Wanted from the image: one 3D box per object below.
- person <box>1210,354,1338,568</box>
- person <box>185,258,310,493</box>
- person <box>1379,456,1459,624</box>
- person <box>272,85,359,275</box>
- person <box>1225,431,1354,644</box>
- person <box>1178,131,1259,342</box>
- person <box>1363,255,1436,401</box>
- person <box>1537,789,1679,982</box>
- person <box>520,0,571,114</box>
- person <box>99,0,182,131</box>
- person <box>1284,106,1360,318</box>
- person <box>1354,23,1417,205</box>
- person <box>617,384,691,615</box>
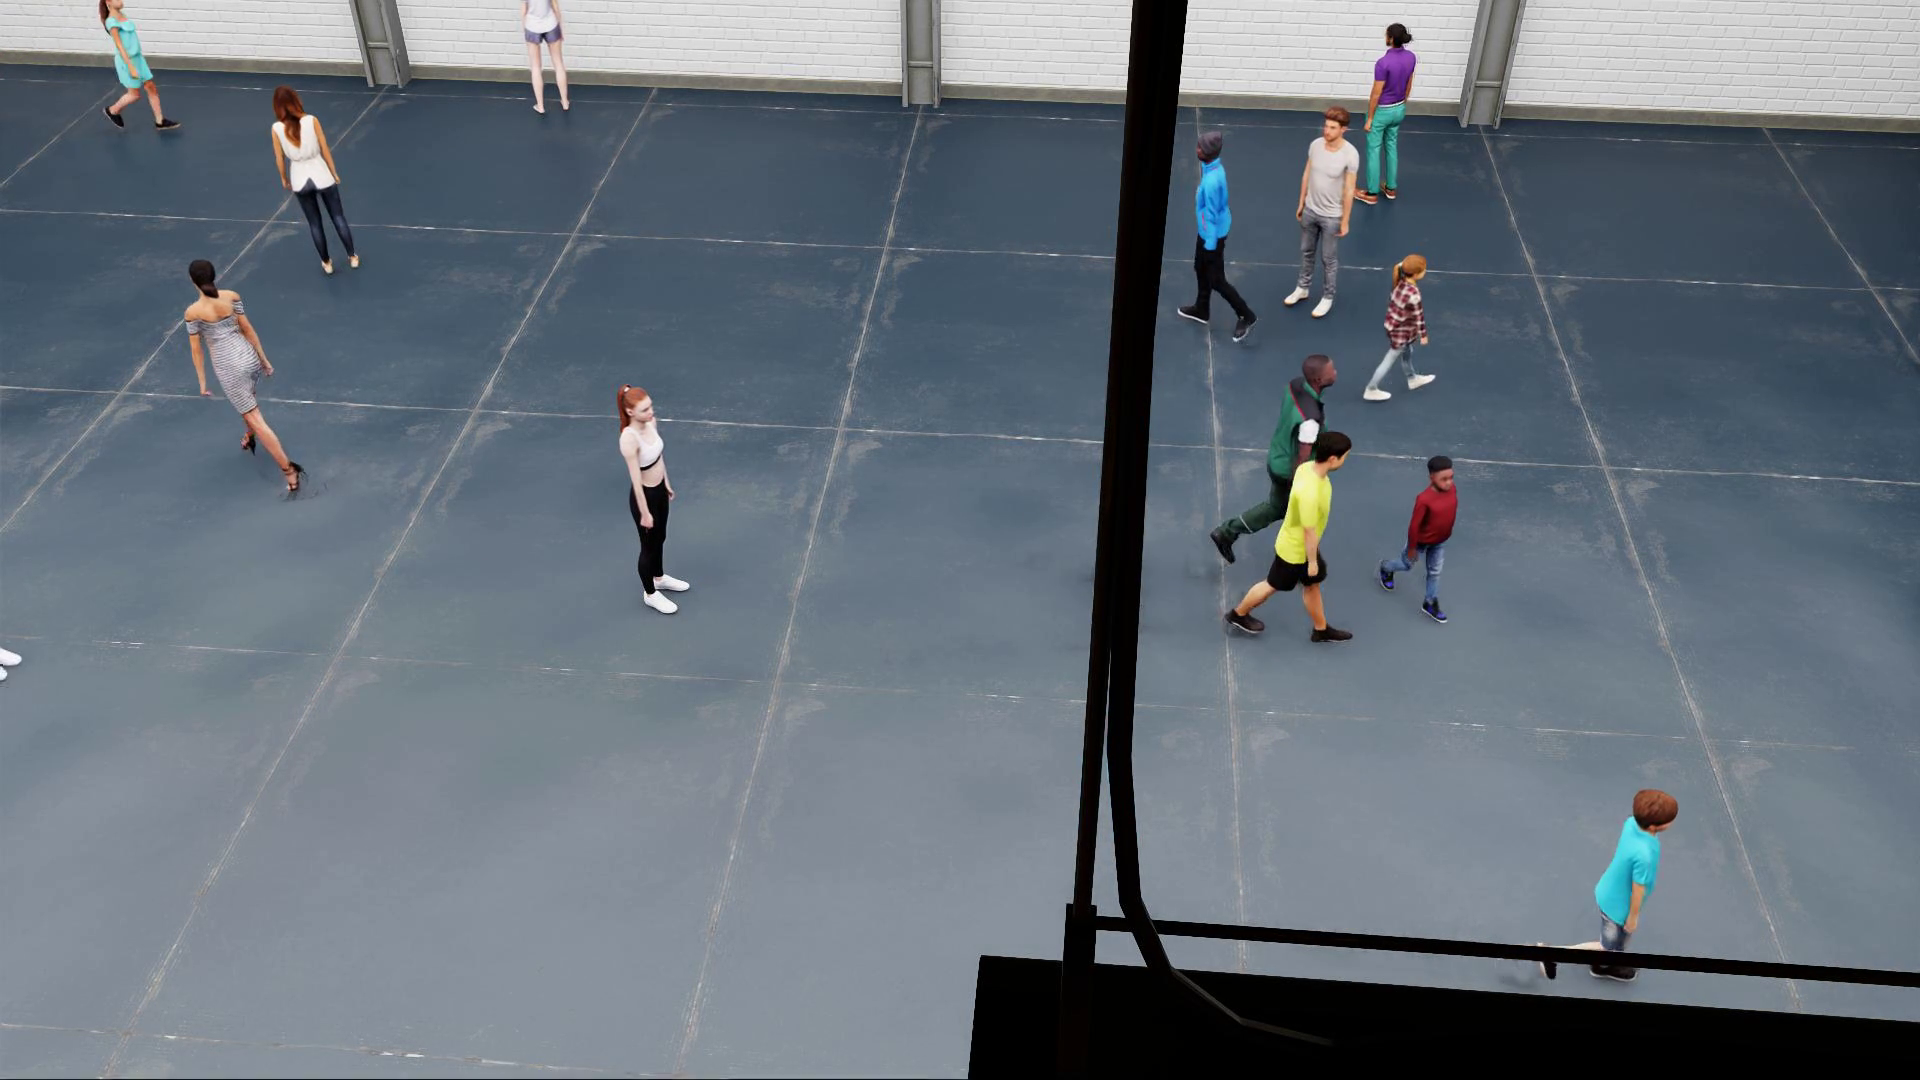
[{"bbox_3d":[2.202,-0.473,11.358,1.118,1.814,0.809,-2,39,-2],"label":"person"},{"bbox_3d":[-5.267,-1.174,12.277,1.222,1.763,1.009,21,43,24],"label":"person"},{"bbox_3d":[3.138,-0.065,11.302,0.860,1.245,0.834,-17,42,-21],"label":"person"},{"bbox_3d":[-5.742,-3.148,14.736,0.668,1.777,0.795,-11,40,-14],"label":"person"},{"bbox_3d":[2.122,0.022,10.867,1.141,1.653,0.780,10,40,12],"label":"person"},{"bbox_3d":[2.199,-2.570,14.019,0.925,1.769,0.739,2,39,3],"label":"person"},{"bbox_3d":[3.460,-1.671,13.288,0.892,1.277,0.645,-4,39,-4],"label":"person"},{"bbox_3d":[3.419,1.854,8.744,0.822,1.440,0.595,8,39,10],"label":"person"},{"bbox_3d":[-4.401,-5.388,17.551,0.622,1.765,0.729,-15,41,-18],"label":"person"},{"bbox_3d":[-8.635,-4.933,17.160,0.942,1.542,0.582,0,39,0],"label":"person"},{"bbox_3d":[3.133,-2.831,14.248,0.796,1.892,0.713,-32,48,-33],"label":"person"},{"bbox_3d":[4.107,-4.087,15.920,0.732,1.767,0.824,-18,42,-22],"label":"person"},{"bbox_3d":[-2.099,-0.288,11.184,0.569,1.742,0.616,9,39,11],"label":"person"}]
